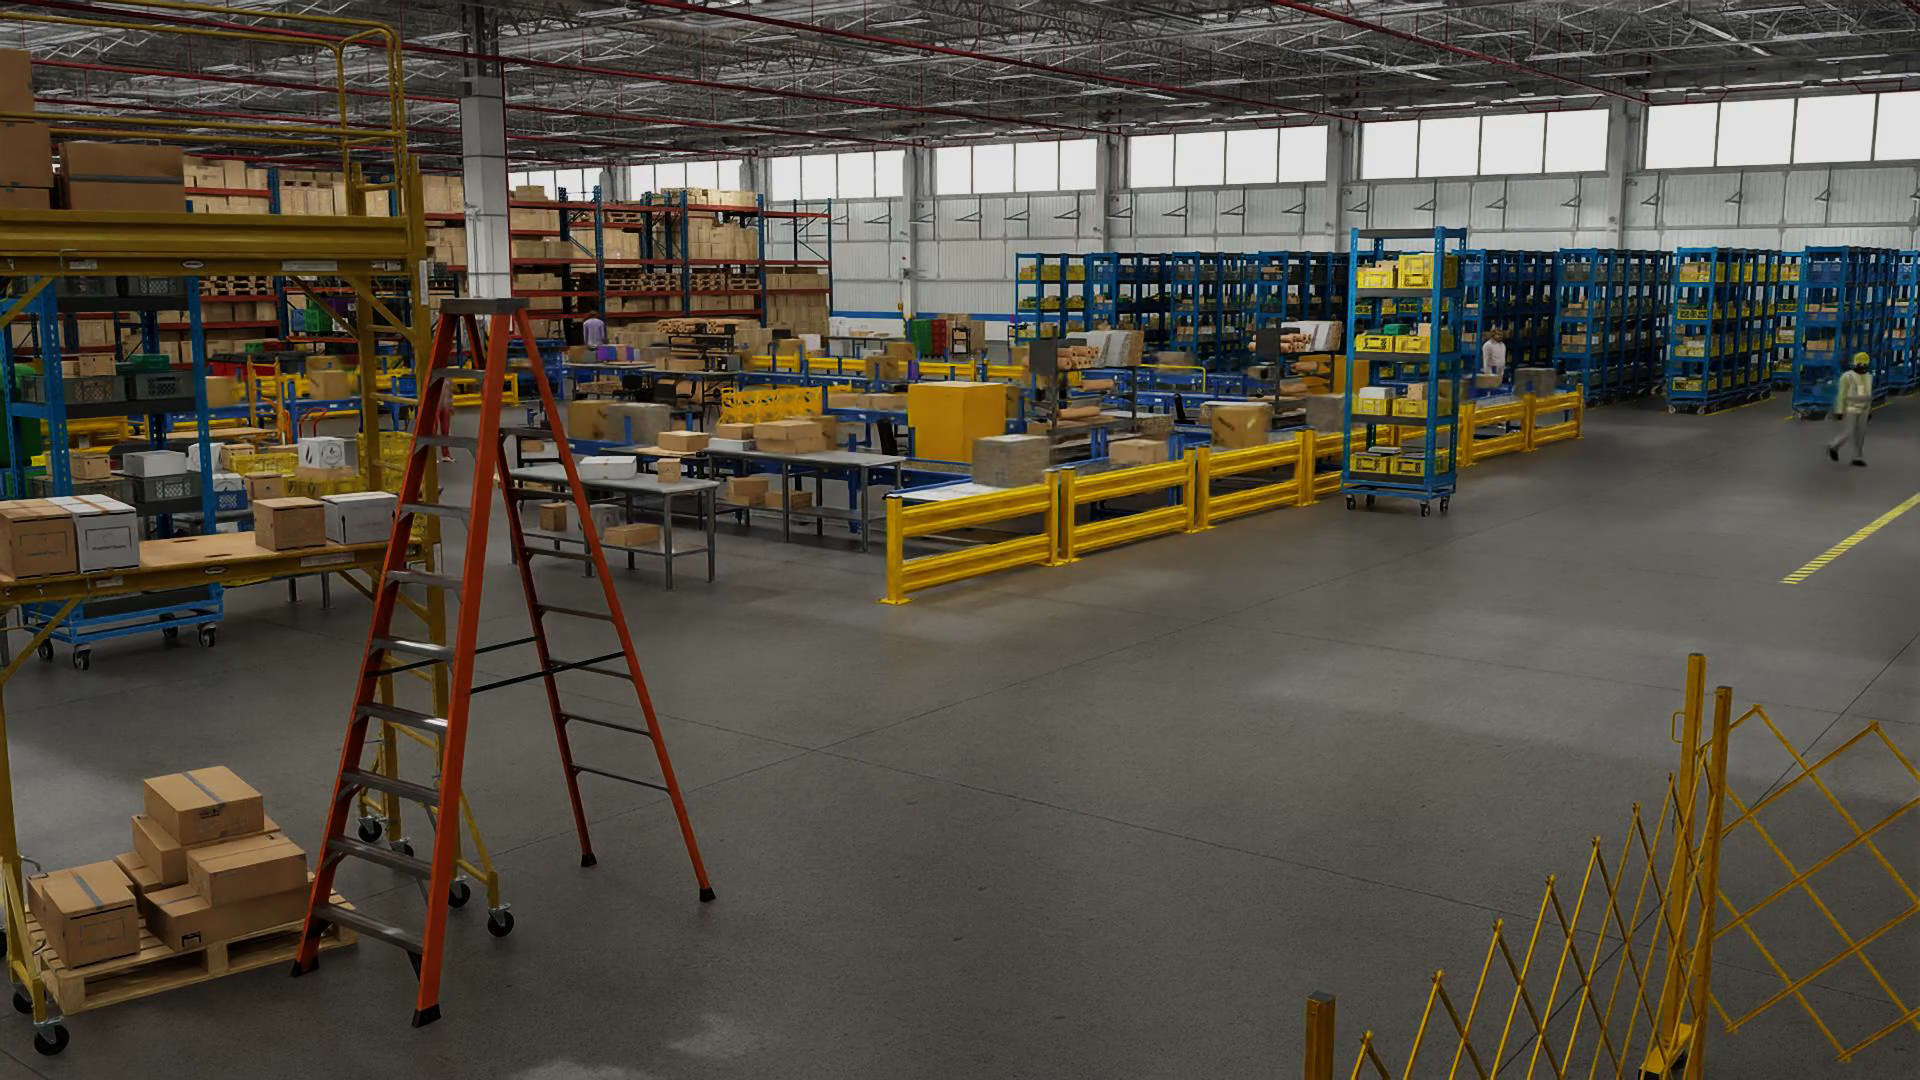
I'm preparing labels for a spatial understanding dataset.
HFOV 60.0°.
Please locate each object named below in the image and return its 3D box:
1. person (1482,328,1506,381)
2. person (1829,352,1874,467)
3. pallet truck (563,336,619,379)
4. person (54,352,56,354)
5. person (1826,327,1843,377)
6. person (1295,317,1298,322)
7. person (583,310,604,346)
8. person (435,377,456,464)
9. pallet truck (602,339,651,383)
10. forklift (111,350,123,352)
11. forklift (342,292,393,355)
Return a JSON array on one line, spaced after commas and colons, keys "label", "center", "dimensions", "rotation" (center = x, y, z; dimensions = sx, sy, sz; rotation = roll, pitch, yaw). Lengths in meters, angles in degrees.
[{"label": "person", "center": [11.304, -3.531, 35.124], "dimensions": [0.642, 1.901, 0.401], "rotation": [-7, 11, -35]}, {"label": "person", "center": [14.119, -2.068, 26.256], "dimensions": [0.597, 1.818, 0.512], "rotation": [-2, 9, -15]}, {"label": "pallet truck", "center": [-10.690, -5.294, 48.215], "dimensions": [1.601, 1.201, 0.680], "rotation": [-5, 10, -26]}, {"label": "person", "center": [-32.369, -7.329, 59.736], "dimensions": [0.544, 1.591, 0.835], "rotation": [7, 12, 38]}, {"label": "person", "center": [21.227, -4.322, 40.252], "dimensions": [0.451, 1.830, 0.603], "rotation": [5, 10, 29]}, {"label": "person", "center": [10.287, -6.058, 50.595], "dimensions": [0.381, 1.994, 0.622], "rotation": [7, 11, 36]}, {"label": "person", "center": [-11.139, -6.025, 50.639], "dimensions": [0.623, 1.925, 0.390], "rotation": [-1, 9, -5]}, {"label": "person", "center": [-8.326, -2.104, 26.629], "dimensions": [0.308, 1.769, 0.525], "rotation": [7, 11, 36]}, {"label": "pallet truck", "center": [-8.991, -4.871, 45.351], "dimensions": [0.653, 1.274, 1.630], "rotation": [7, 11, 37]}, {"label": "forklift", "center": [-31.128, -8.486, 62.992], "dimensions": [1.129, 2.768, 1.873], "rotation": [7, 11, 37]}, {"label": "forklift", "center": [-16.485, -5.622, 45.120], "dimensions": [1.129, 2.768, 1.873], "rotation": [7, 11, 37]}]
